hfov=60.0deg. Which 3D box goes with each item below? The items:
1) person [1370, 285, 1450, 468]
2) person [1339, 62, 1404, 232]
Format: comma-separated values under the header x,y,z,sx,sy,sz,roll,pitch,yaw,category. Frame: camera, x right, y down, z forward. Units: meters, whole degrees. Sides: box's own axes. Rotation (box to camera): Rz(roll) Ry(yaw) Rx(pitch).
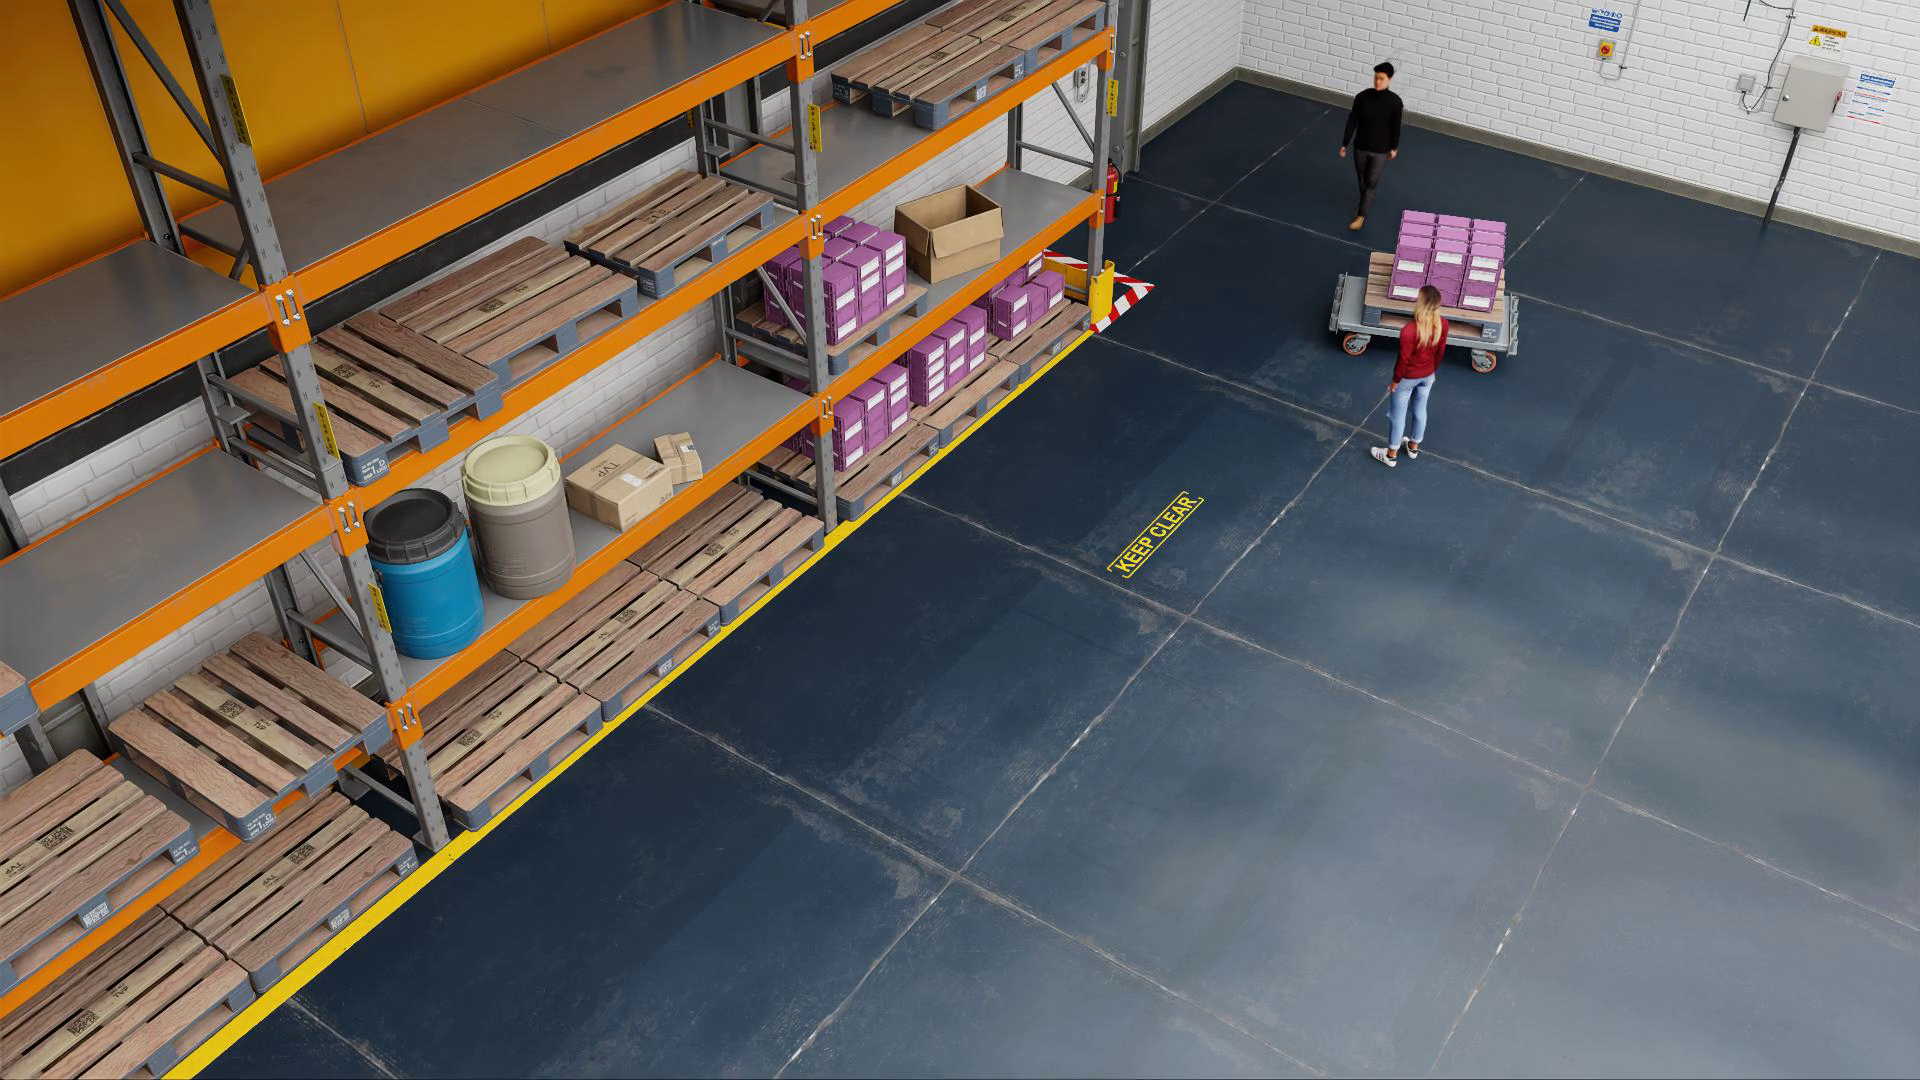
x,y,z,sx,sy,sz,roll,pitch,yaw,category
3.671,-1.333,13.448,0.632,1.635,0.743,-16,41,-20,person
4.181,-4.013,16.757,0.650,1.693,1.001,24,45,27,person
